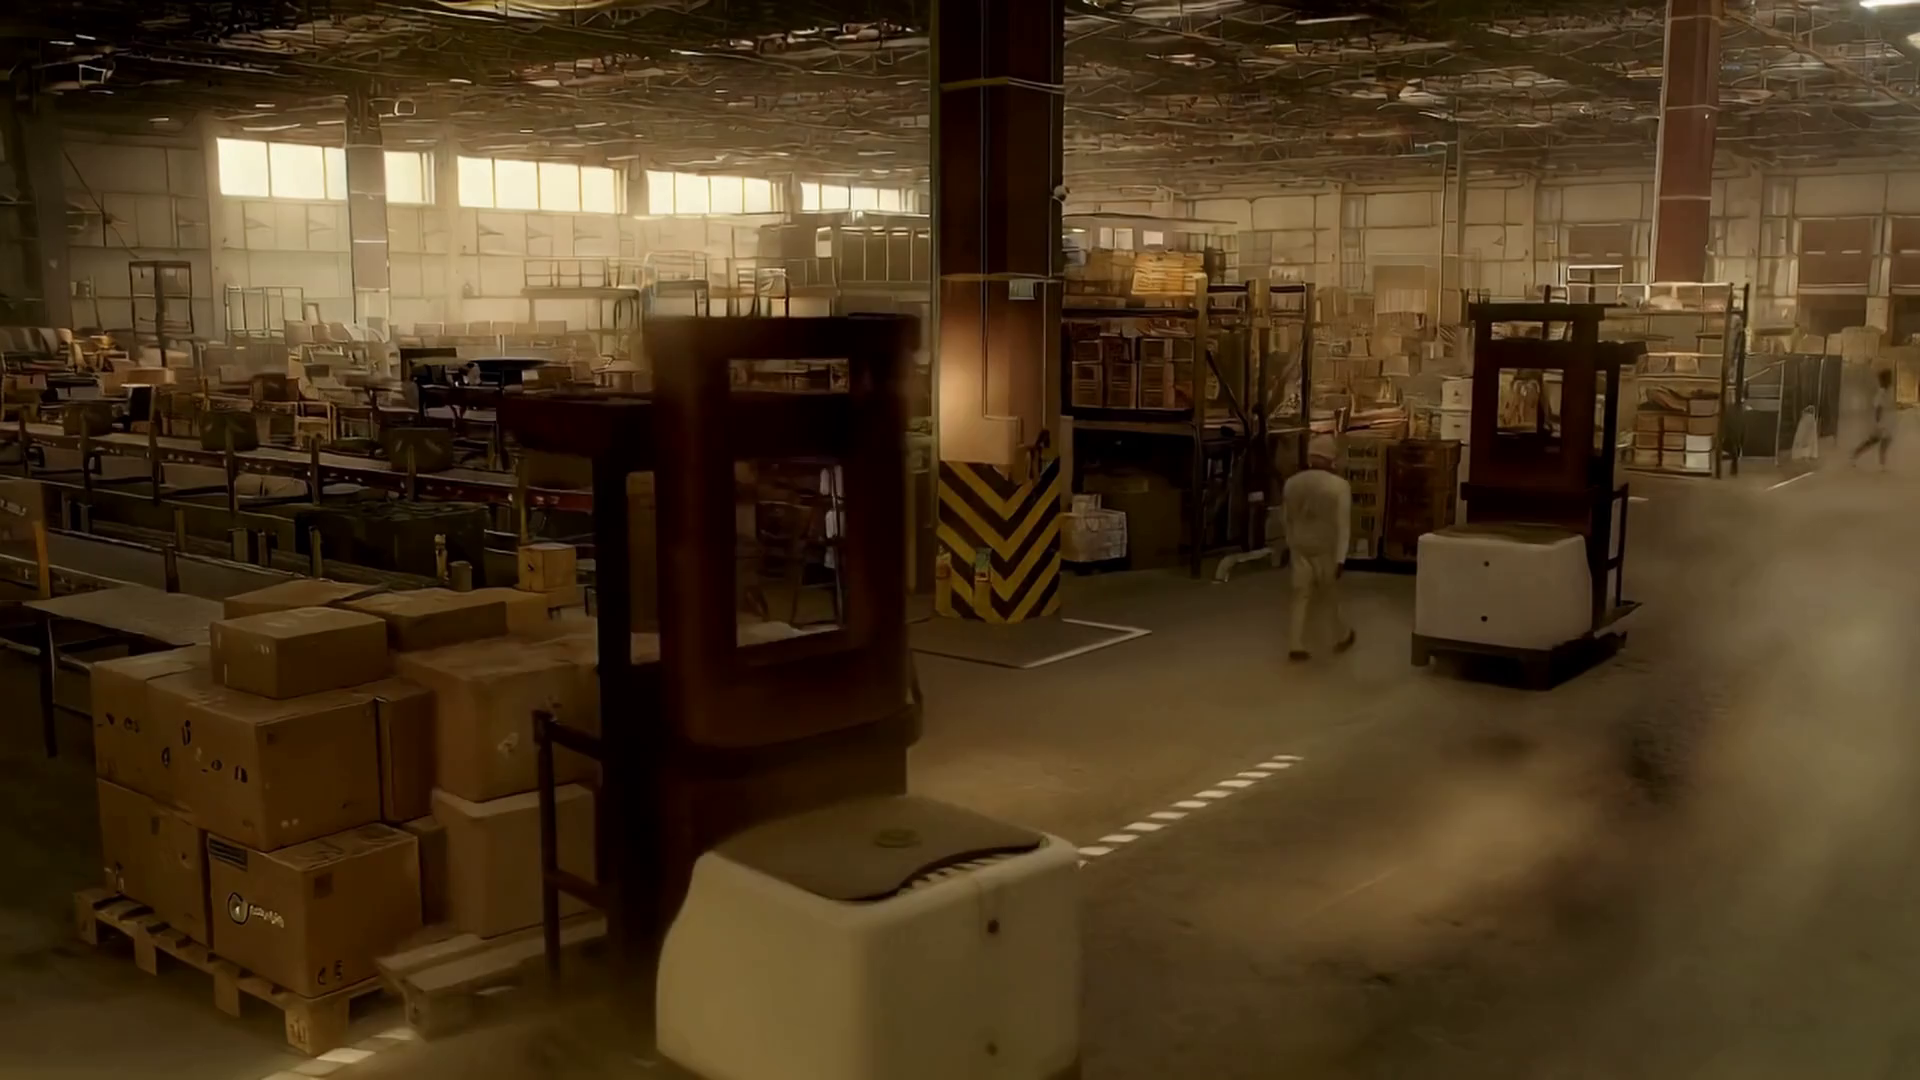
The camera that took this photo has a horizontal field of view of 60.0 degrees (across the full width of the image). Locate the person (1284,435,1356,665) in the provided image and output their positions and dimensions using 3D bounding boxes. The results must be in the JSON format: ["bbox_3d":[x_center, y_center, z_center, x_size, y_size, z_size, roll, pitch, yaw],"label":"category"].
[{"bbox_3d":[2.849,0.059,13.144,0.604,1.780,0.918,6,10,35],"label":"person"}]

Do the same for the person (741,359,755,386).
[{"bbox_3d":[-4.980,-3.751,38.639,0.675,1.854,0.526,4,9,24],"label":"person"}]

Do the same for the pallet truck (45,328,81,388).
[{"bbox_3d":[-23.775,-4.544,43.495,1.885,1.965,0.823,6,10,35],"label":"pallet truck"}]

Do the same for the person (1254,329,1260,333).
[{"bbox_3d":[9.642,-6.189,54.710,0.594,1.980,1.041,-3,9,-20],"label":"person"}]

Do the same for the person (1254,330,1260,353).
[{"bbox_3d":[8.619,-5.083,47.625,0.601,1.857,0.737,-4,9,-24],"label":"person"}]

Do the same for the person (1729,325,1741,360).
[{"bbox_3d":[30.317,-7.563,64.952,0.718,1.676,0.538,2,9,13],"label":"person"}]

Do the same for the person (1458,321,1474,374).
[{"bbox_3d":[18.402,-6.926,59.861,0.930,1.900,0.647,1,8,4],"label":"person"}]

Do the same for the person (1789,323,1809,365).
[{"bbox_3d":[33.803,-7.876,66.869,0.898,1.711,0.545,5,10,33],"label":"person"}]

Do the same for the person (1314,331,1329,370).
[{"bbox_3d":[9.411,-4.485,43.349,0.400,1.918,0.554,1,9,7],"label":"person"}]

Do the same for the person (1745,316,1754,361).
[{"bbox_3d":[33.742,-8.620,71.203,0.594,1.926,0.366,-7,11,-39],"label":"person"}]

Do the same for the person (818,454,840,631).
[{"bbox_3d":[-0.952,-0.038,14.130,0.535,1.697,0.318,-3,9,-17],"label":"person"}]

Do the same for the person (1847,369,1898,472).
[{"bbox_3d":[14.921,-1.954,27.107,0.680,1.674,0.533,5,10,31],"label":"person"}]

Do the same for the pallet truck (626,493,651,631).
[{"bbox_3d":[-3.115,0.344,12.883,0.653,1.274,1.630,7,11,37],"label":"pallet truck"}]

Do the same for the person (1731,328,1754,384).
[{"bbox_3d":[25.169,-5.954,53.637,0.530,1.834,0.917,-7,11,-41],"label":"person"}]

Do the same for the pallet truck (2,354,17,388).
[{"bbox_3d":[-24.881,-4.417,42.634,1.885,1.965,0.823,8,11,41],"label":"pallet truck"}]

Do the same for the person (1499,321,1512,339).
[{"bbox_3d":[24.130,-9.015,73.647,0.393,1.990,0.616,-7,11,-39],"label":"person"}]

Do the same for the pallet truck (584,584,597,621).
[{"bbox_3d":[-1.426,0.805,10.019,1.601,1.201,0.680,-4,9,-26],"label":"pallet truck"}]

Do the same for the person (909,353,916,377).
[{"bbox_3d":[-1.623,-5.972,53.885,0.300,1.772,0.532,-8,12,-44],"label":"person"}]

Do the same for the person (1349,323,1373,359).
[{"bbox_3d":[11.709,-5.337,48.691,0.676,2.000,0.536,3,9,19],"label":"person"}]

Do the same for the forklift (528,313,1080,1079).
[{"bbox_3d":[-0.576,0.614,5.762,1.129,2.768,1.873,-8,12,-43],"label":"forklift"}]

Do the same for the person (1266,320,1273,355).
[{"bbox_3d":[11.262,-7.084,60.919,0.431,1.911,0.599,-1,8,-4],"label":"person"}]

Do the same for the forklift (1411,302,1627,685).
[{"bbox_3d":[4.379,-0.438,12.852,1.129,2.768,1.873,7,11,37],"label":"forklift"}]
